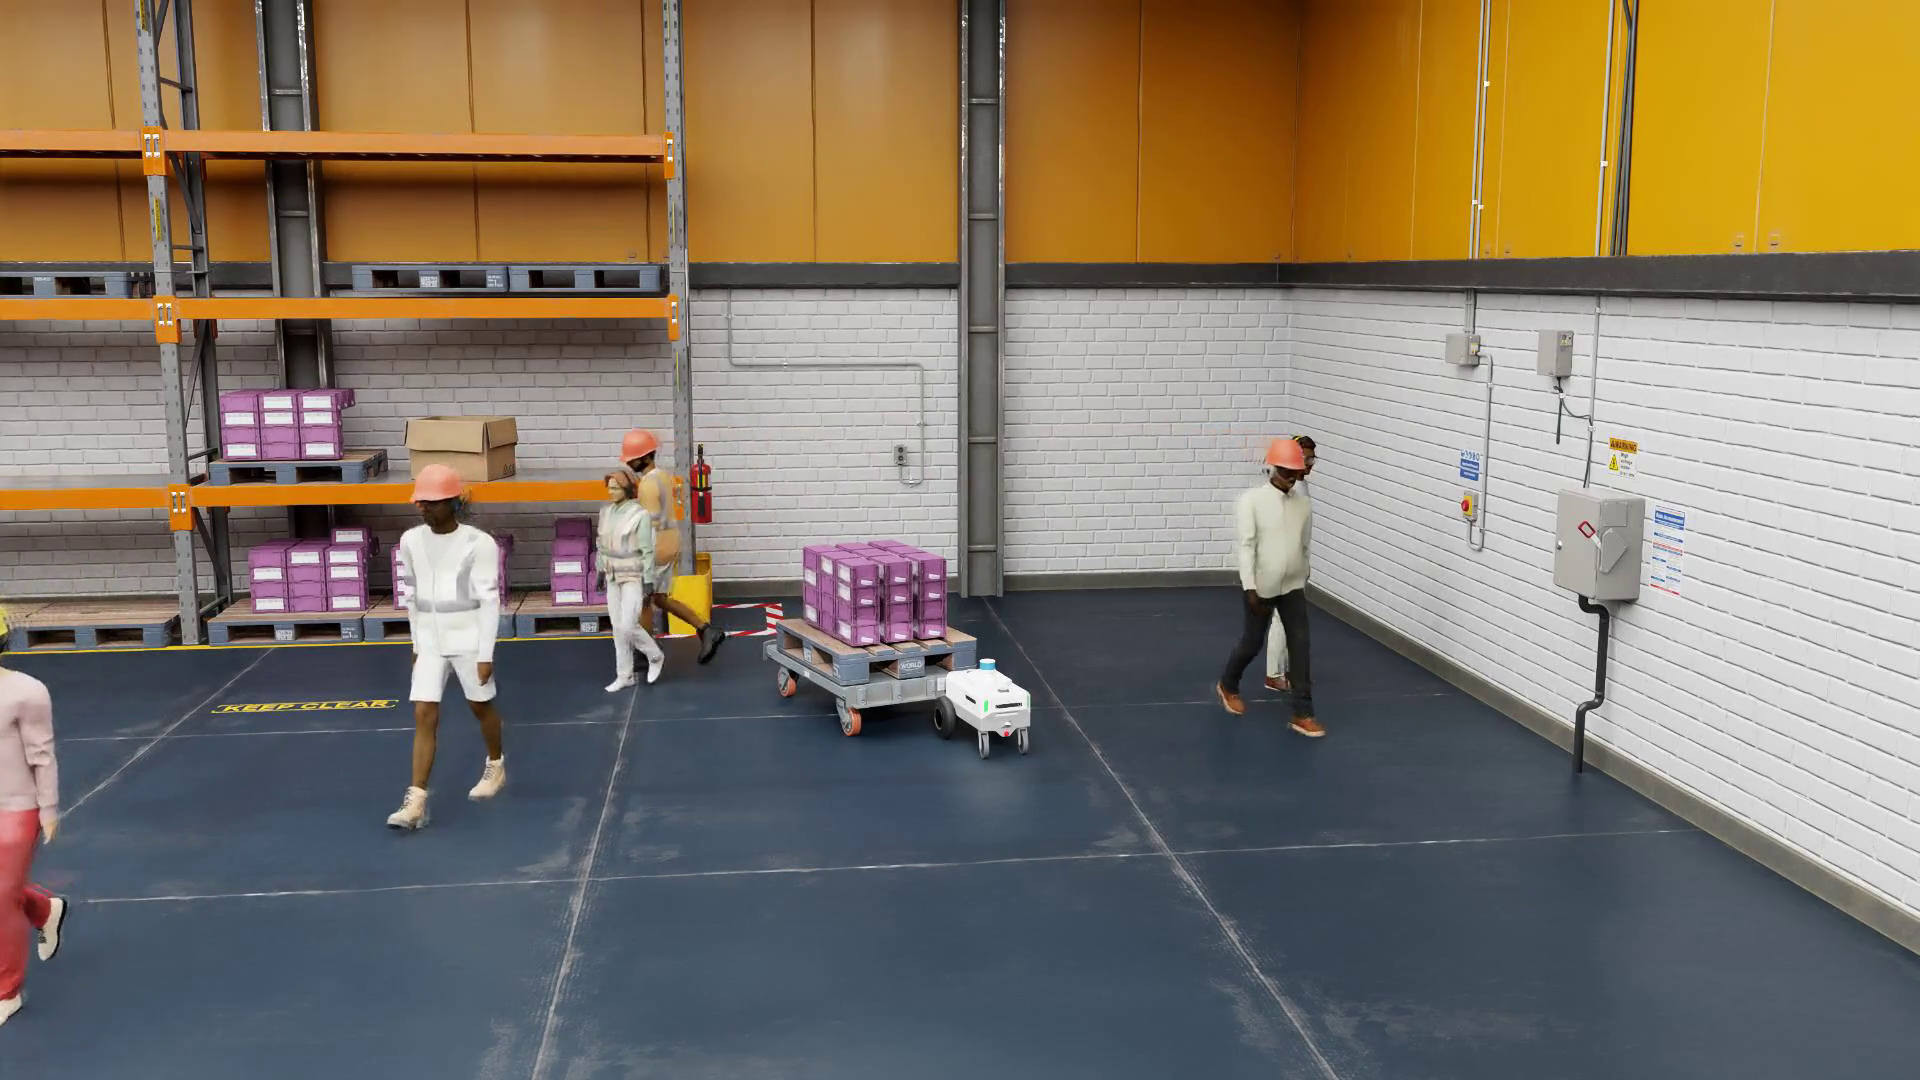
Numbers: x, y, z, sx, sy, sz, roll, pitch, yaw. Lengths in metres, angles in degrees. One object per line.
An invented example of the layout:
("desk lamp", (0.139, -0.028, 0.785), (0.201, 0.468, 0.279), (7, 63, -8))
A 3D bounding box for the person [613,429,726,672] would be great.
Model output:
("person", (-2.226, 0.094, 12.547), (0.788, 1.888, 0.582), (0, 9, -1))

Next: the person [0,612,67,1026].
("person", (-3.922, 1.072, 6.854), (0.533, 1.744, 0.667), (1, 9, 7))

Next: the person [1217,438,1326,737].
("person", (2.079, 0.283, 11.128), (0.617, 1.958, 0.930), (-4, 10, -23))

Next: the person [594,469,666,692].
("person", (-2.423, 0.293, 12.073), (0.524, 1.624, 0.390), (7, 12, 38))

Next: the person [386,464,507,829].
("person", (-2.839, 0.569, 9.243), (0.629, 1.986, 1.040), (2, 9, 14))

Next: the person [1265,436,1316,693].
("person", (2.430, 0.168, 12.119), (0.312, 1.865, 0.535), (5, 10, 28))

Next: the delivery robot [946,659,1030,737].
("delivery robot", (0.176, 1.007, 10.664), (0.477, 0.478, 0.707), (-3, 10, -21))
